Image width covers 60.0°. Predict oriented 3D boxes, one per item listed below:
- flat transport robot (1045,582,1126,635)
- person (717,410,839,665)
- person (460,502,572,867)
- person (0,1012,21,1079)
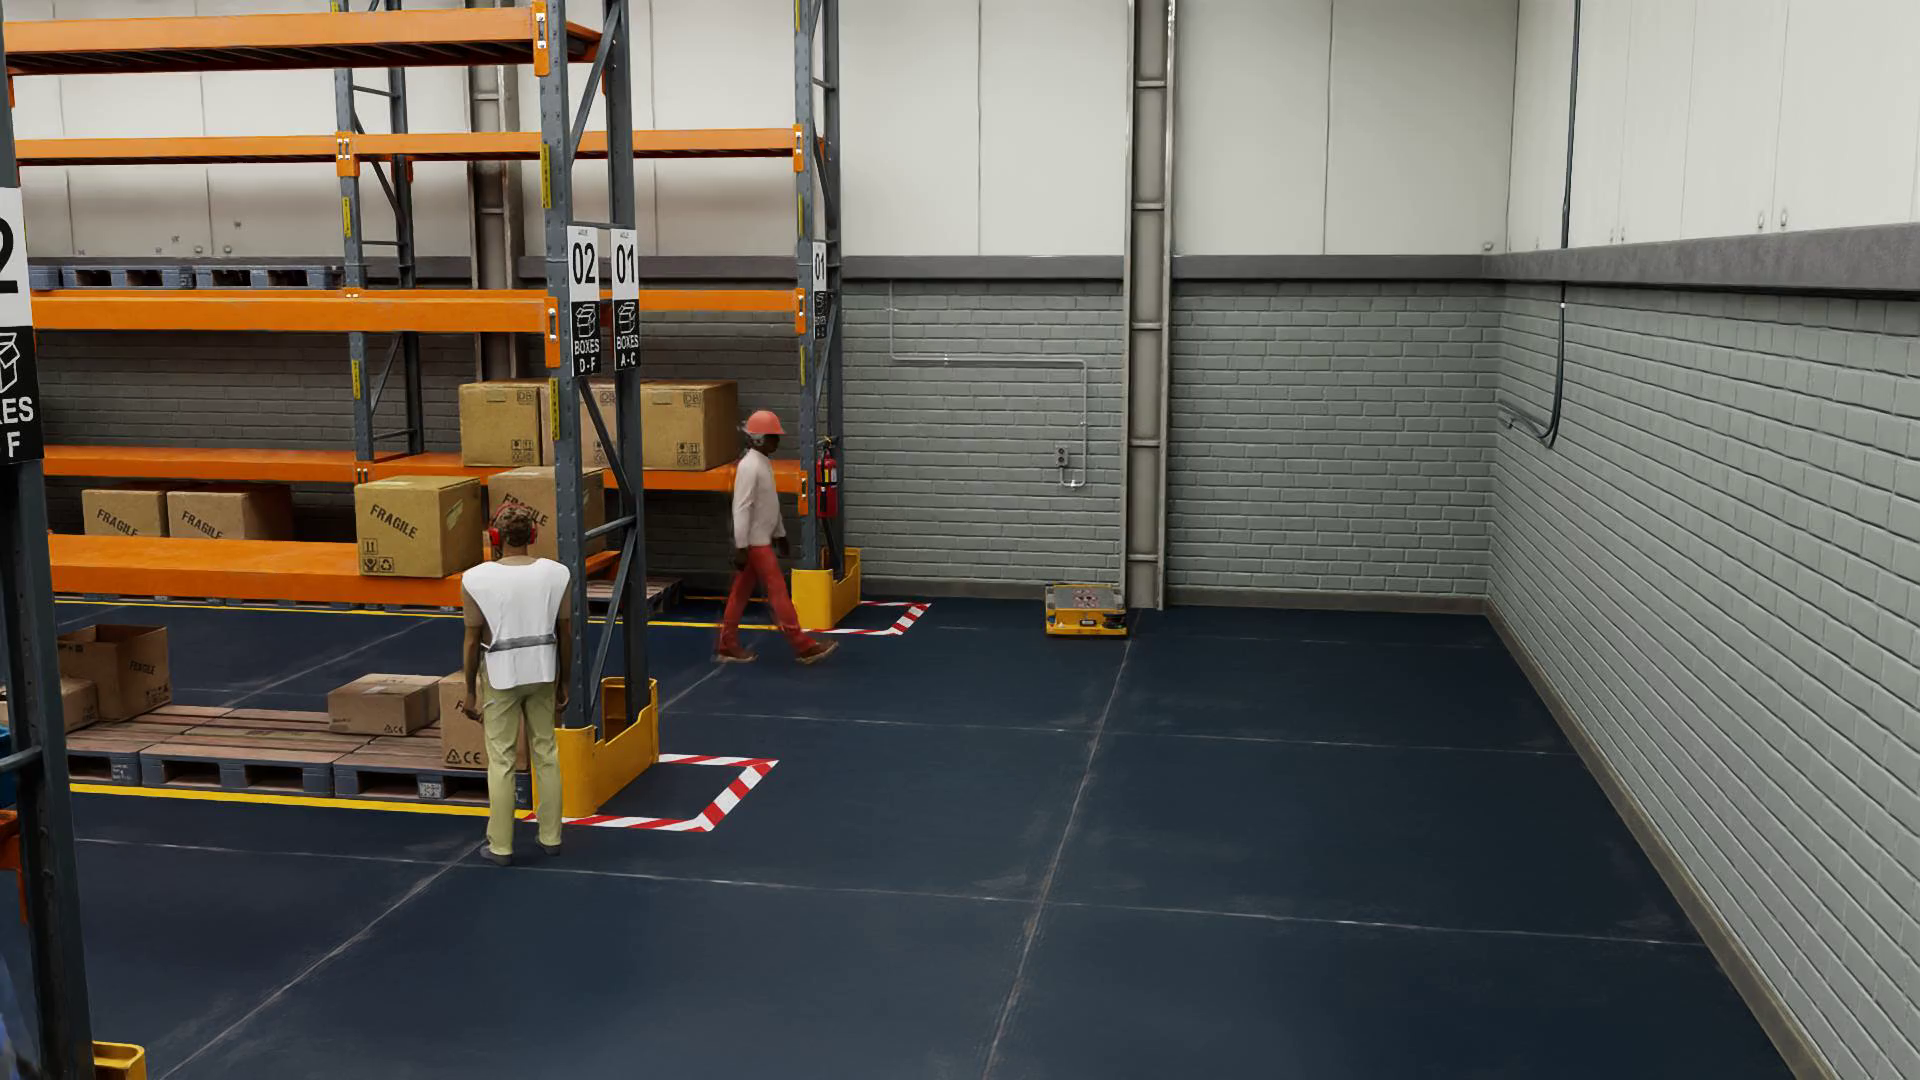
[{"bbox_3d":[1.058,0.574,14.195,0.652,0.197,1.431,0,9,2],"label":"flat transport robot"},{"bbox_3d":[-1.416,-0.008,12.614,0.993,1.943,0.651,0,9,2],"label":"person"},{"bbox_3d":[-2.219,0.731,8.397,0.558,1.836,0.394,-6,11,-34],"label":"person"},{"bbox_3d":[-2.208,1.412,3.660,0.724,1.990,0.641,-4,10,-24],"label":"person"}]
